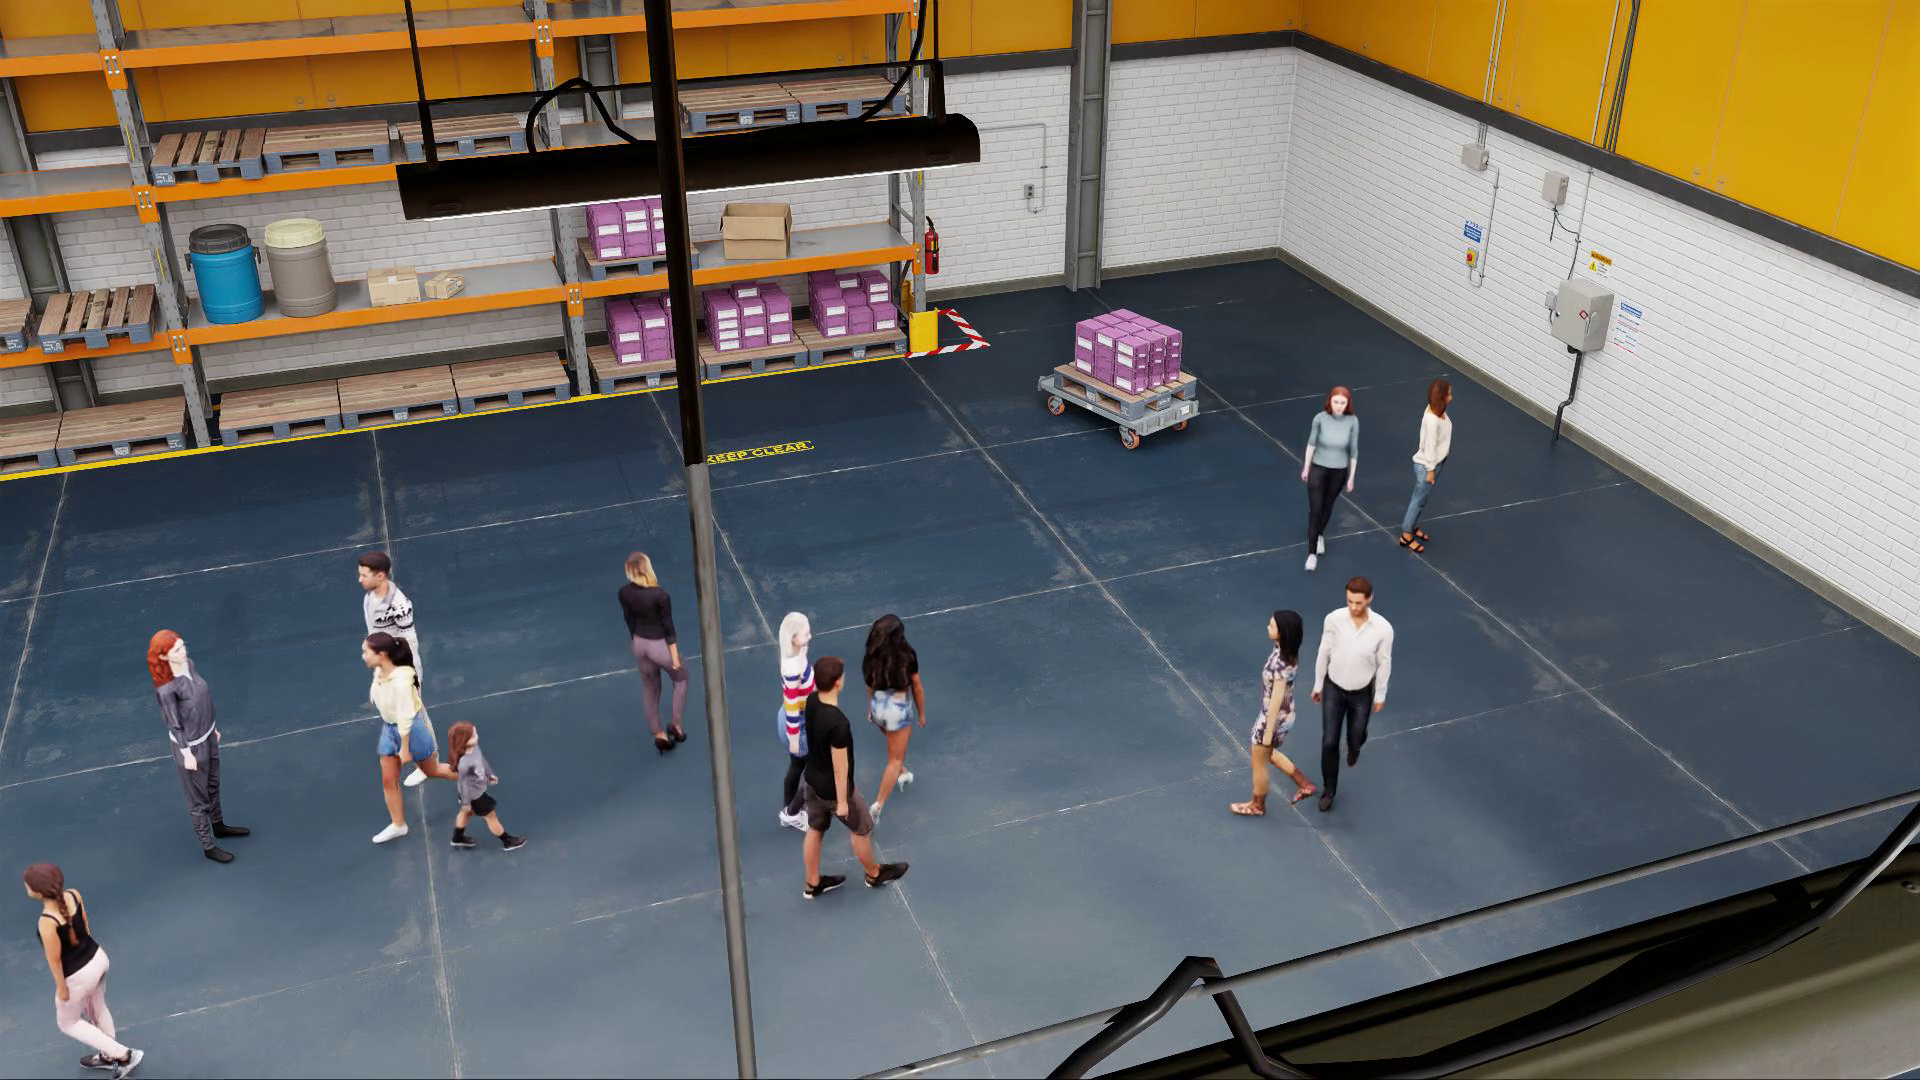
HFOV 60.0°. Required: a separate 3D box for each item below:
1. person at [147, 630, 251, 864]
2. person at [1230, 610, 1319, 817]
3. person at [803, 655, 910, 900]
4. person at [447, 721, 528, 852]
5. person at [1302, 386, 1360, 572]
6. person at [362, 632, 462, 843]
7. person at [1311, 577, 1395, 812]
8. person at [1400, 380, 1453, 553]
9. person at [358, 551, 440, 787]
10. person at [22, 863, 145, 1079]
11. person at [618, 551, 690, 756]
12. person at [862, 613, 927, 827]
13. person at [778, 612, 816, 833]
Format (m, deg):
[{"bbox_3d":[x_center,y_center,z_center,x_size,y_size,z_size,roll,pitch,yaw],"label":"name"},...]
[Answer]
[{"bbox_3d":[-5.230,1.384,11.362,0.619,1.780,0.640,0,29,0],"label":"person"},{"bbox_3d":[2.282,1.262,11.646,0.946,1.721,0.833,6,29,11],"label":"person"},{"bbox_3d":[-0.931,1.602,10.899,1.015,1.840,0.819,-18,33,-29],"label":"person"},{"bbox_3d":[-3.415,1.703,11.505,0.796,1.083,0.568,-4,29,-7],"label":"person"},{"bbox_3d":[3.348,-0.630,15.121,1.007,1.715,0.961,4,29,8],"label":"person"},{"bbox_3d":[-3.797,1.338,11.636,0.937,1.599,1.186,25,37,38],"label":"person"},{"bbox_3d":[2.800,1.038,11.926,1.004,1.847,1.049,11,30,19],"label":"person"},{"bbox_3d":[4.304,-0.701,15.295,0.740,1.675,0.698,10,30,18],"label":"person"},{"bbox_3d":[-4.115,0.898,12.169,0.716,1.860,0.765,-25,37,-37],"label":"person"},{"bbox_3d":[-4.998,2.491,9.573,0.789,1.550,0.686,4,29,7],"label":"person"},{"bbox_3d":[-2.329,0.898,12.392,0.742,1.647,0.811,13,31,22],"label":"person"},{"bbox_3d":[-0.505,1.290,11.729,1.006,1.594,1.060,13,31,22],"label":"person"},{"bbox_3d":[-1.210,1.282,11.531,0.716,1.797,0.760,-2,29,-4],"label":"person"}]
